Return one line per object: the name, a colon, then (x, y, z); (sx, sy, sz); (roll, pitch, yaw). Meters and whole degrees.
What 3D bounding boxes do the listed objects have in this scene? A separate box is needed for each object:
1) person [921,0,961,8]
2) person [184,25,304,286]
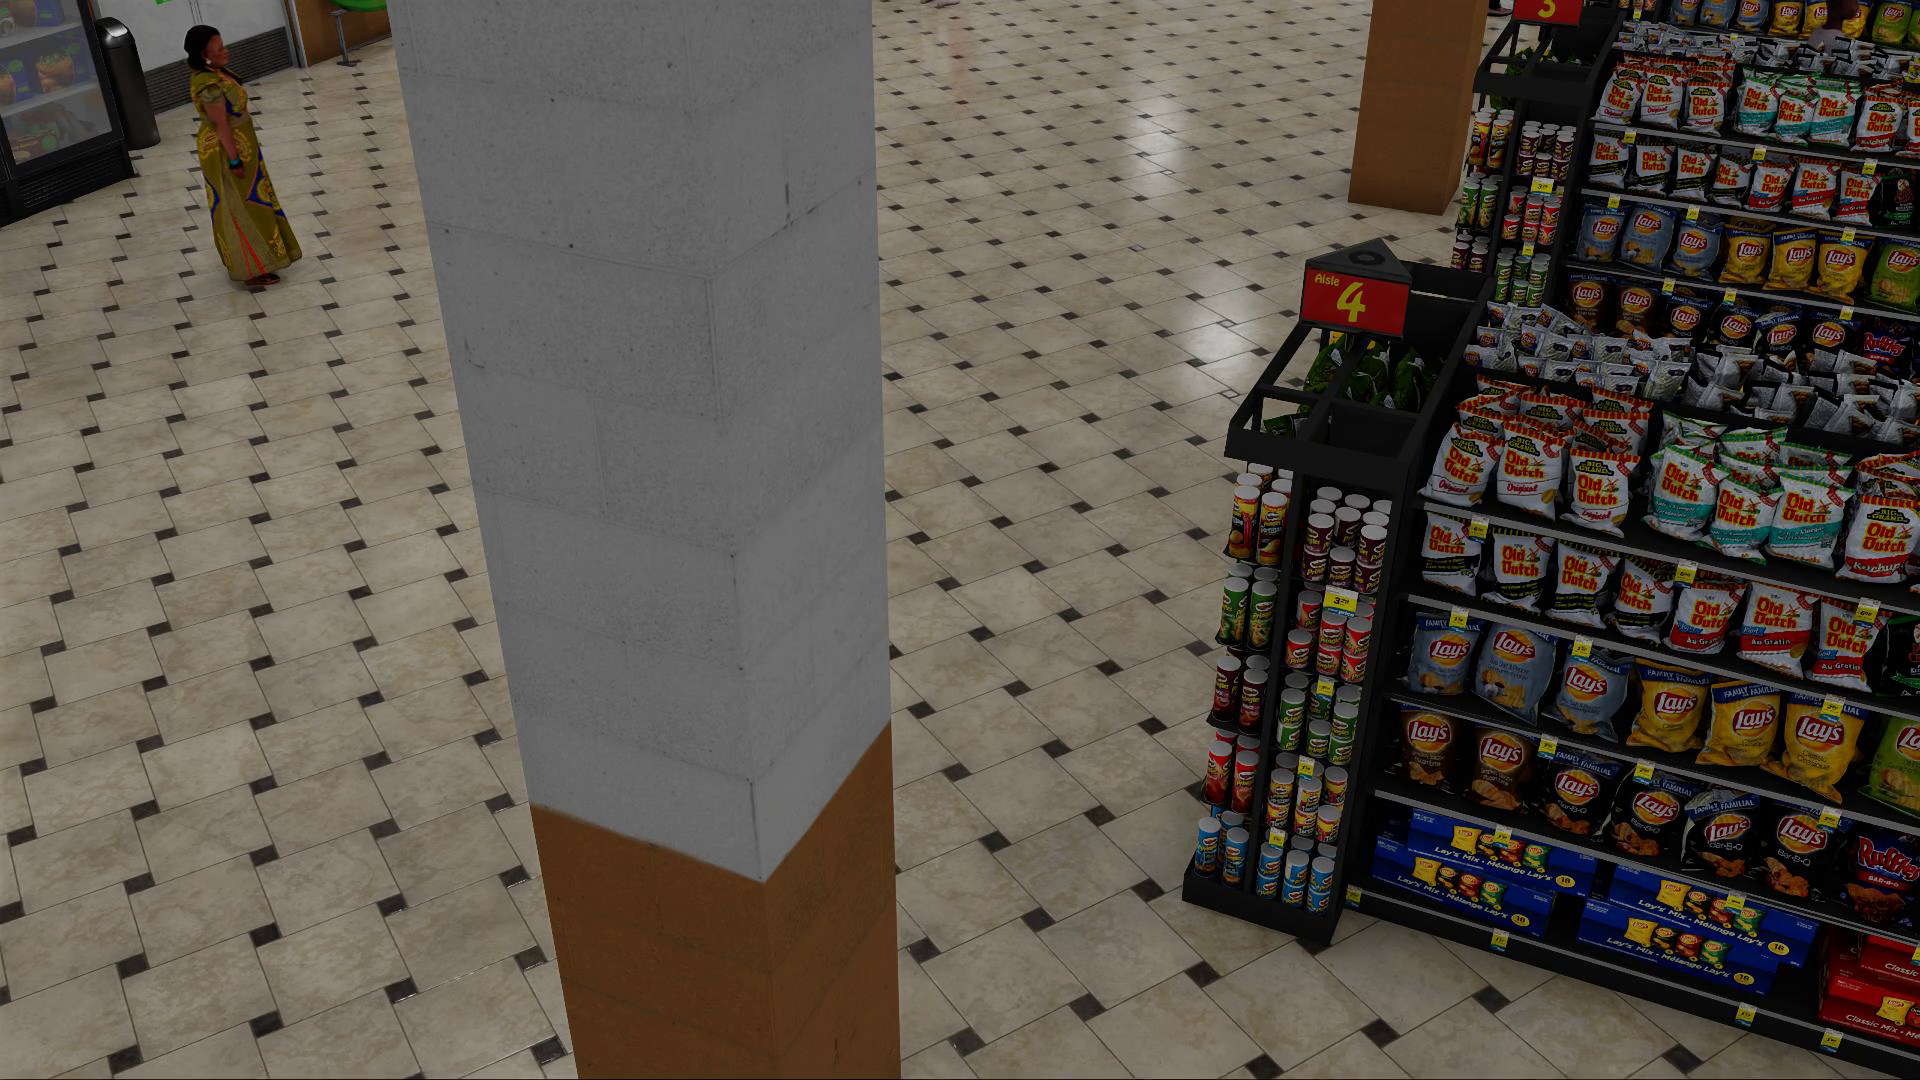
person: (-0.243, -6.298, 16.805); (0.537, 1.703, 0.713); (23, 38, 32)
person: (-4.702, -2.481, 10.711); (1.056, 1.660, 0.985); (-12, 34, -19)
